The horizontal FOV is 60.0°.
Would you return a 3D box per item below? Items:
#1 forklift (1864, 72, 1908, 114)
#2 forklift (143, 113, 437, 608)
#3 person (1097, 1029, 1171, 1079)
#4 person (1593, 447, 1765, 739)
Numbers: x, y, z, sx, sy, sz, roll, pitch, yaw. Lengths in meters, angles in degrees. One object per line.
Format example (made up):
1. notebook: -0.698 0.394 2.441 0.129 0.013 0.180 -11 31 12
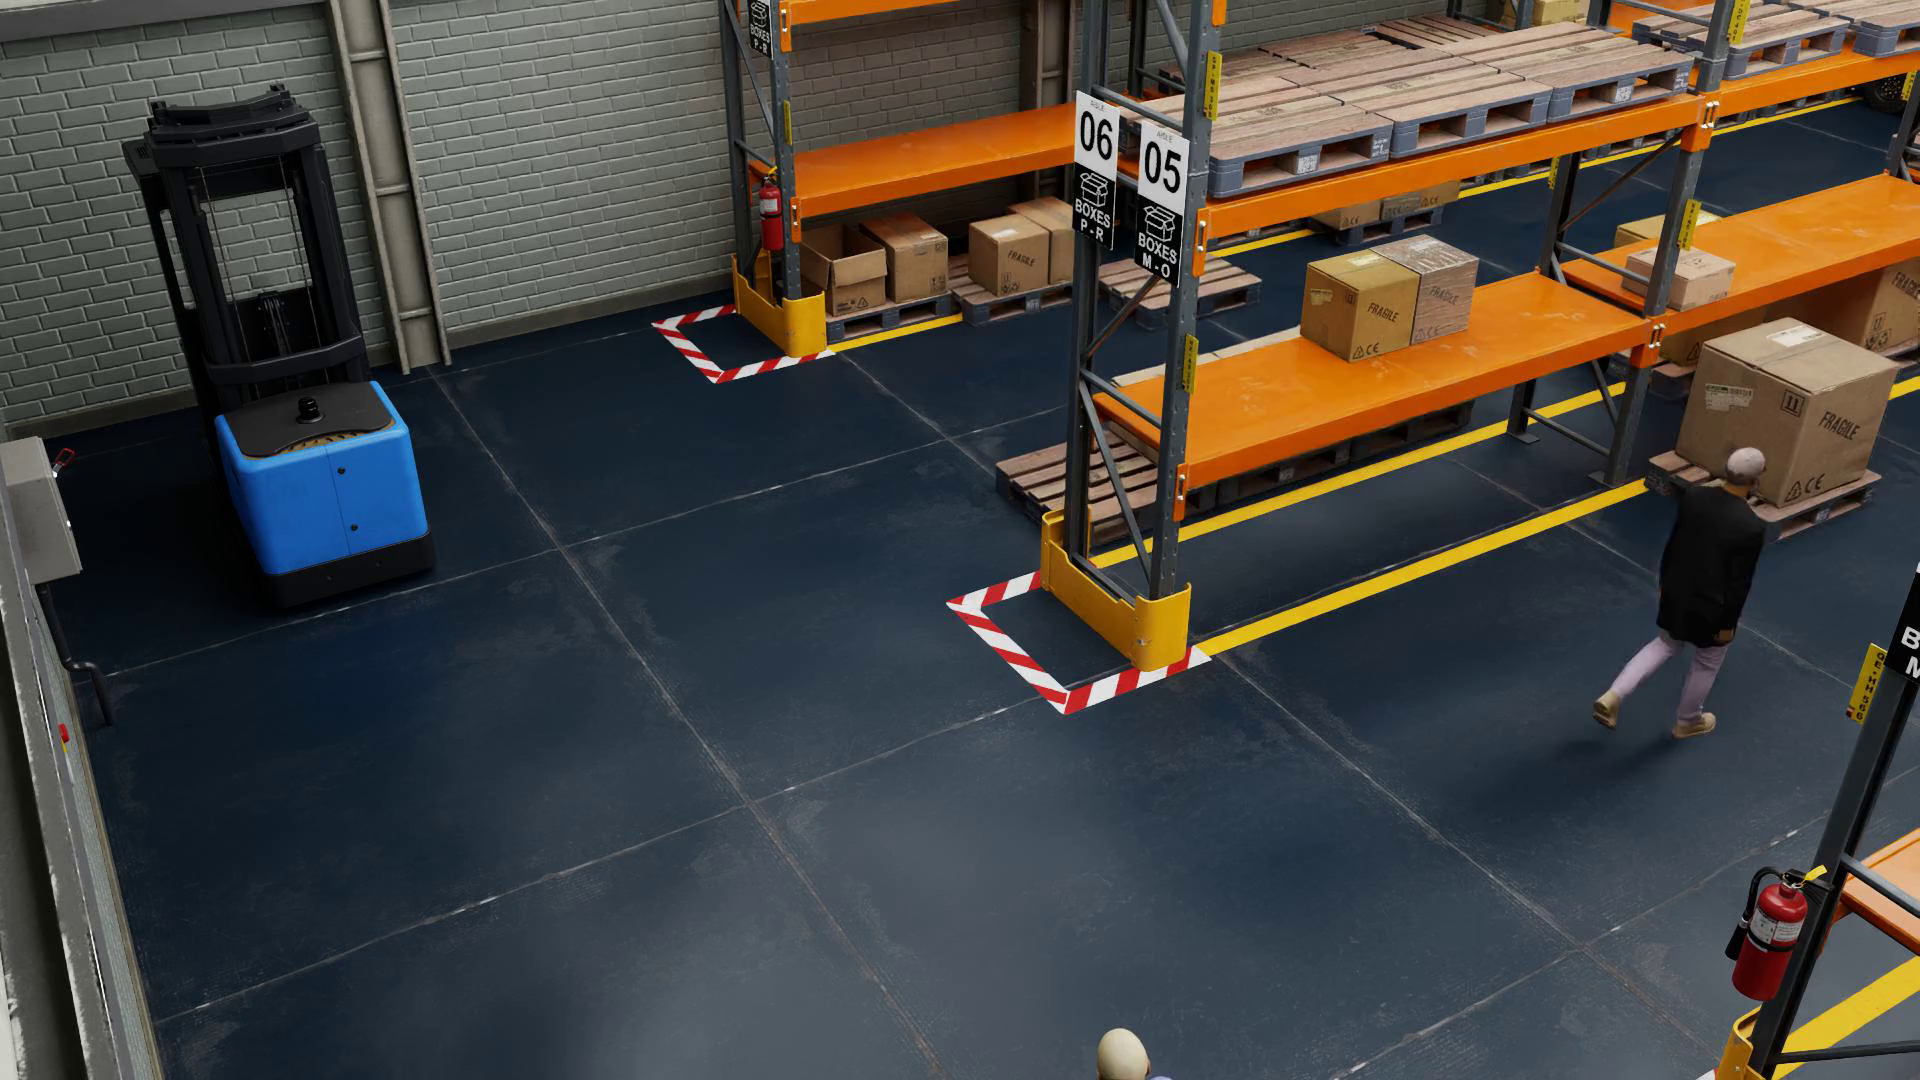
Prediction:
1. forklift: 11.468 -5.645 18.244 1.214 2.155 2.313 -17 36 -26
2. forklift: -4.289 -1.259 10.509 1.129 2.768 1.873 -17 36 -26
3. person: 0.549 2.358 5.675 0.593 1.798 0.400 -23 38 -32
4. person: 3.915 0.333 8.915 0.715 1.835 0.544 -14 34 -21
